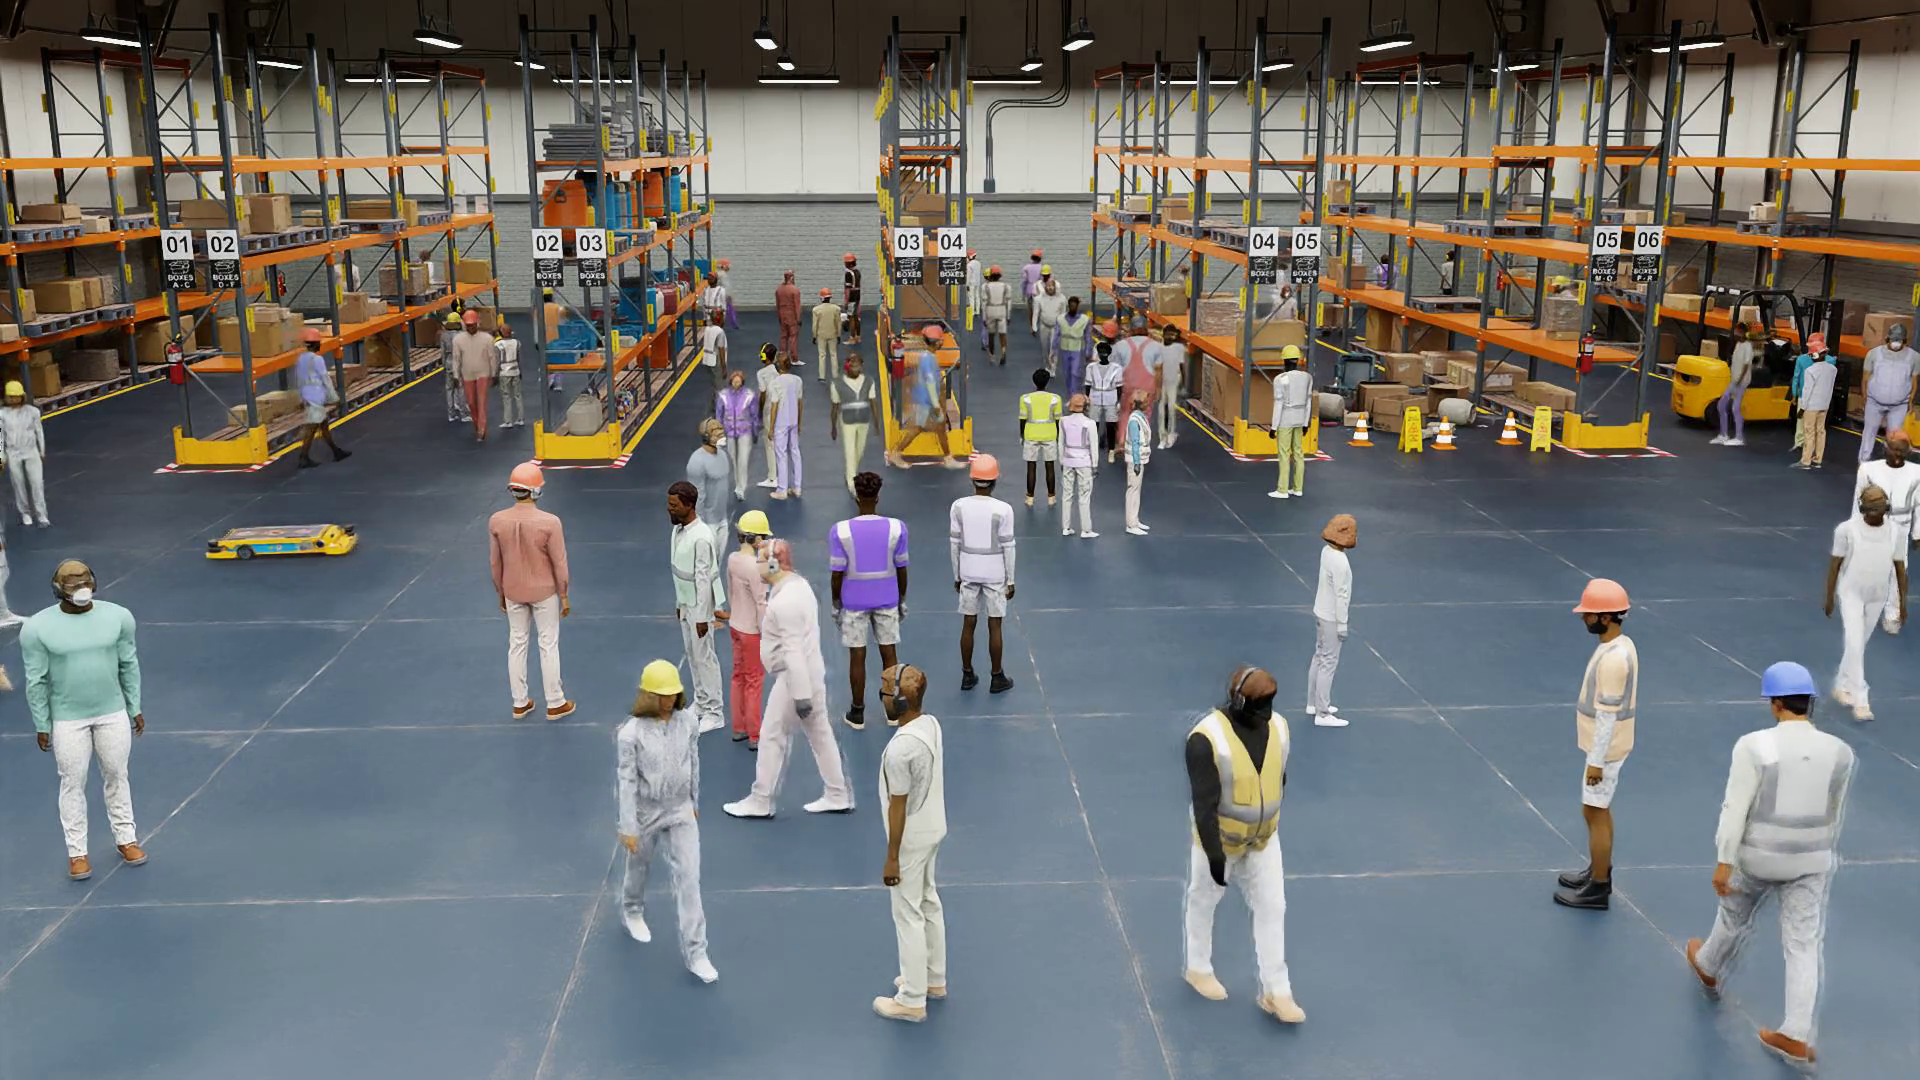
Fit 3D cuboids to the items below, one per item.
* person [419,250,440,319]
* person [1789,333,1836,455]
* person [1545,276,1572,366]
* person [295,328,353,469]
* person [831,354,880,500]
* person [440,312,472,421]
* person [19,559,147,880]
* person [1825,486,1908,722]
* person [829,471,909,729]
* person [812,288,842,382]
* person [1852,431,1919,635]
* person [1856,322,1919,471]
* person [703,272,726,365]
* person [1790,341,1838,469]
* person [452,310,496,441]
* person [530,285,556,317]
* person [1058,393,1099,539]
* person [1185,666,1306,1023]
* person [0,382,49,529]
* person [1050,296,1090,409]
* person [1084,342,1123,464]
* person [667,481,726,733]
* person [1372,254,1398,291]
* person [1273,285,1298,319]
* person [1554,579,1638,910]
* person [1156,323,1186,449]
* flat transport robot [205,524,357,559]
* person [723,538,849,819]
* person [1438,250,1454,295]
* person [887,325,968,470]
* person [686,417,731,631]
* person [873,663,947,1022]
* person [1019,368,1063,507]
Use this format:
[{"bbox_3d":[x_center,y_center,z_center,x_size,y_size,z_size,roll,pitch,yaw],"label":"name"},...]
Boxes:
[{"bbox_3d":[-13.349,-6.340,41.621,0.758,1.809,0.577,6,15,24],"label":"person"},{"bbox_3d":[12.170,-2.094,23.783,0.349,1.744,0.558,-12,18,-41],"label":"person"},{"bbox_3d":[12.068,-4.398,33.465,0.743,1.786,0.601,-1,13,-3],"label":"person"},{"bbox_3d":[-8.829,-1.956,22.892,0.556,1.891,0.919,11,17,40],"label":"person"},{"bbox_3d":[-1.346,-1.471,21.017,0.563,1.797,0.950,-6,15,-24],"label":"person"},{"bbox_3d":[-8.068,-2.772,26.646,0.487,1.744,0.312,5,14,21],"label":"person"},{"bbox_3d":[-5.235,1.059,10.002,0.630,1.940,0.372,-11,17,-39],"label":"person"},{"bbox_3d":[6.963,0.492,12.698,0.541,1.792,0.888,1,13,5],"label":"person"},{"bbox_3d":[-0.685,0.455,12.504,0.608,1.962,0.370,-3,14,-13],"label":"person"},{"bbox_3d":[-2.497,-3.844,31.156,0.572,1.754,0.319,-5,14,-19],"label":"person"},{"bbox_3d":[8.366,-0.079,15.034,0.578,1.840,0.748,7,15,27],"label":"person"},{"bbox_3d":[12.490,-1.912,22.368,0.683,2.000,0.538,6,15,24],"label":"person"},{"bbox_3d":[-4.952,-4.449,33.457,0.576,1.882,0.355,9,16,33],"label":"person"},{"bbox_3d":[11.653,-1.841,22.699,0.559,1.744,0.333,-6,15,-26],"label":"person"},{"bbox_3d":[-7.308,-2.509,25.068,0.631,1.965,0.865,-3,14,-11],"label":"person"},{"bbox_3d":[-9.020,-4.977,36.009,0.531,1.746,0.721,-3,14,-11],"label":"person"},{"bbox_3d":[1.327,-0.828,18.638,0.510,1.639,0.308,9,16,34],"label":"person"},{"bbox_3d":[1.440,1.523,8.308,0.632,1.806,0.849,-6,14,-23],"label":"person"},{"bbox_3d":[-10.740,-0.963,19.057,0.504,1.693,0.901,-9,16,-34],"label":"person"},{"bbox_3d":[1.837,-3.127,27.864,0.606,1.873,0.957,5,14,19],"label":"person"},{"bbox_3d":[1.984,-1.903,23.066,0.540,1.696,0.316,3,14,11],"label":"person"},{"bbox_3d":[-1.978,0.489,12.490,0.396,1.910,0.587,-7,15,-26],"label":"person"},{"bbox_3d":[10.080,-5.868,39.565,0.622,1.840,0.430,-2,13,-9],"label":"person"},{"bbox_3d":[6.579,-4.391,33.802,0.508,1.615,0.670,-1,13,-4],"label":"person"},{"bbox_3d":[3.673,1.166,9.582,0.384,1.926,0.550,5,14,21],"label":"person"},{"bbox_3d":[2.981,-2.225,24.110,0.595,1.843,0.452,4,14,16],"label":"person"},{"bbox_3d":[-7.345,0.007,18.028,1.431,0.197,0.652,-2,14,-10],"label":"flat transport robot"},{"bbox_3d":[-1.154,0.908,10.799,0.914,1.859,0.658,1,13,4],"label":"person"},{"bbox_3d":[11.962,-6.154,40.704,0.526,1.869,0.315,-5,14,-19],"label":"person"},{"bbox_3d":[-0.480,-1.914,22.539,1.073,1.989,0.600,1,13,5],"label":"person"},{"bbox_3d":[-2.266,-0.158,15.155,0.376,1.940,0.629,4,14,15],"label":"person"},{"bbox_3d":[-0.245,1.505,8.344,0.341,1.839,0.501,4,14,17],"label":"person"},{"bbox_3d":[0.979,-1.242,20.265,0.542,1.695,0.316,0,13,-1],"label":"person"}]
